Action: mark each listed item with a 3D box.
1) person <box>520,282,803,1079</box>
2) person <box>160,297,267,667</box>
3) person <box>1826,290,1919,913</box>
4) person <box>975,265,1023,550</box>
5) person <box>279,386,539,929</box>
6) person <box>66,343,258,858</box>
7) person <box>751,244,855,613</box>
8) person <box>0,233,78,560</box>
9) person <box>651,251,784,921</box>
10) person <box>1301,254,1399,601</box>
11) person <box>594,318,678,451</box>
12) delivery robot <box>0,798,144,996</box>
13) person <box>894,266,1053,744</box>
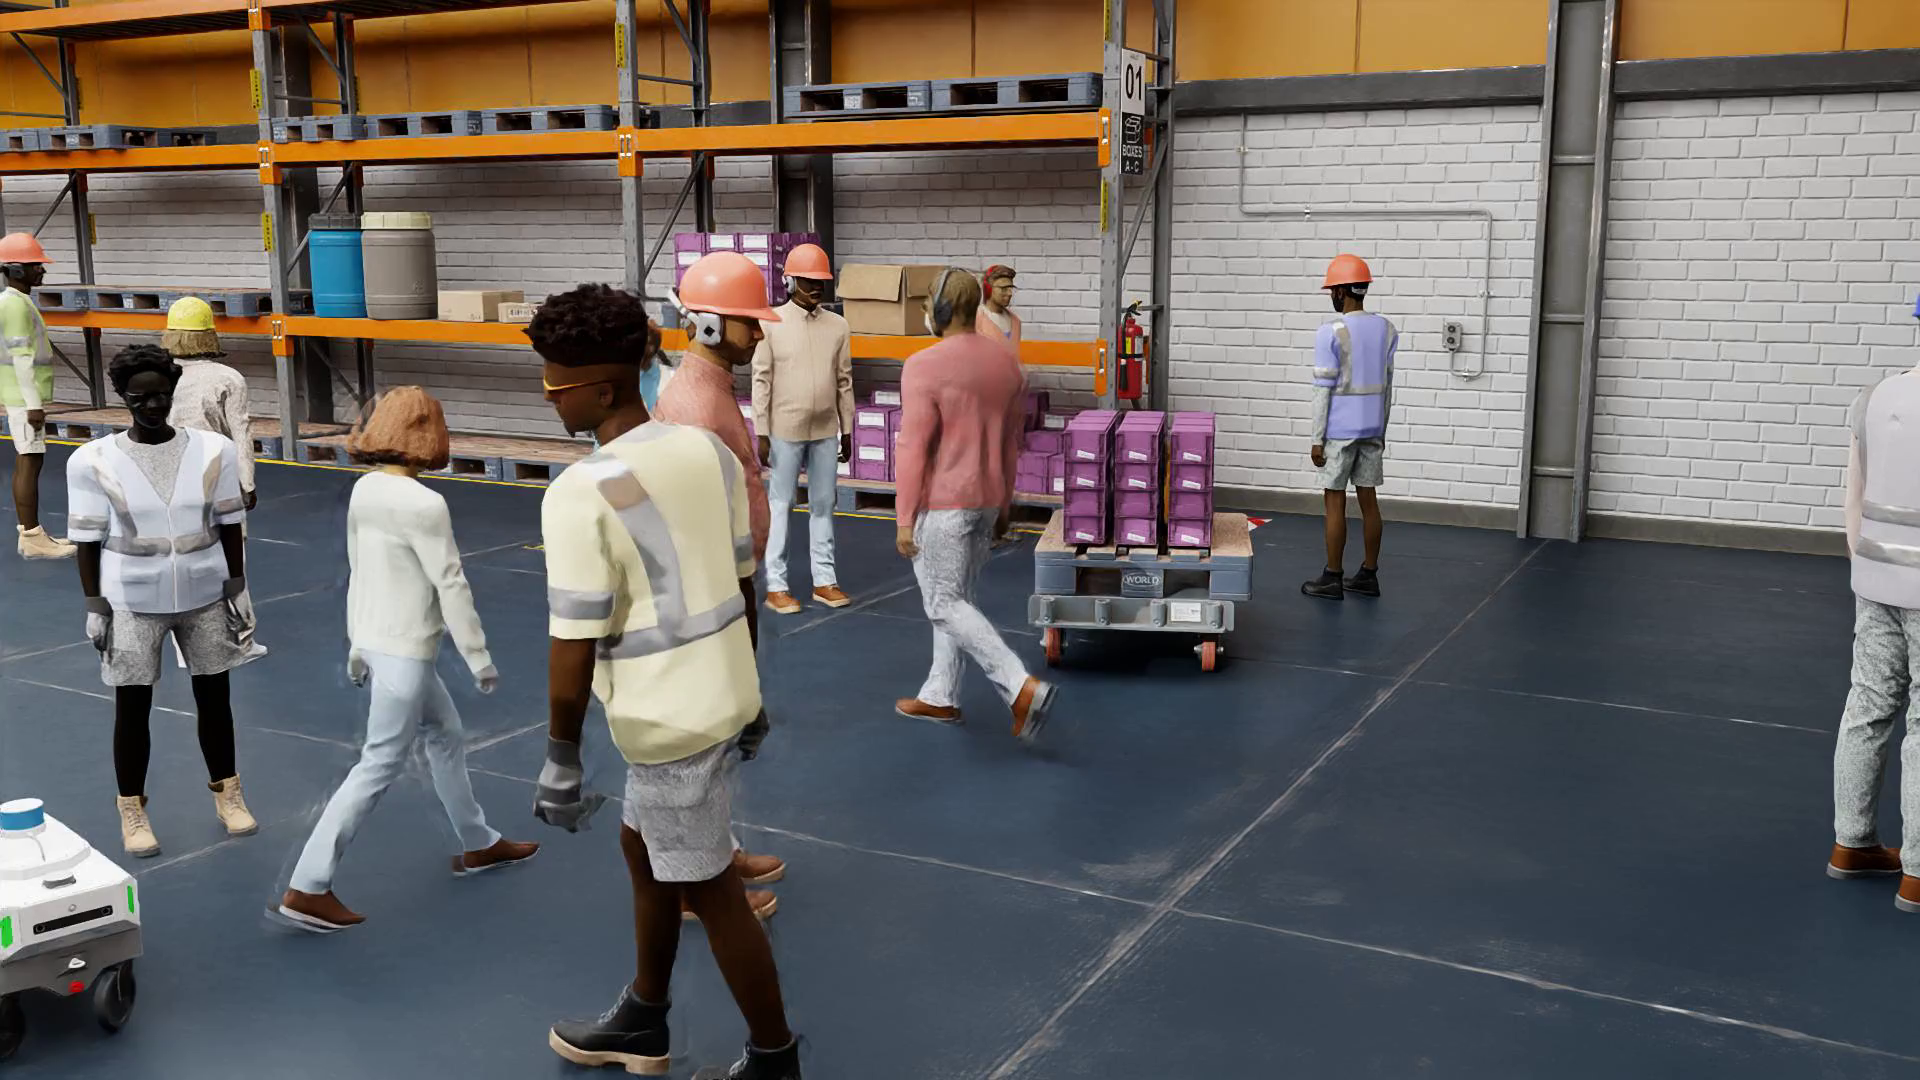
[{"bbox_3d":[-0.714,0.390,3.758,0.804,1.919,0.636,3,11,16],"label":"person"},{"bbox_3d":[-3.577,-0.268,7.855,0.493,1.743,0.296,-2,11,-10],"label":"person"},{"bbox_3d":[2.923,0.147,5.023,0.387,1.947,0.604,-2,11,-13],"label":"person"},{"bbox_3d":[0.195,-0.872,10.898,0.373,1.840,0.571,8,13,36],"label":"person"},{"bbox_3d":[-1.697,0.334,4.996,0.868,1.584,0.505,-9,14,-41],"label":"person"},{"bbox_3d":[-2.614,0.198,5.468,0.535,1.690,0.323,-8,13,-37],"label":"person"},{"bbox_3d":[-0.835,-0.598,9.014,0.616,1.988,0.399,-7,12,-33],"label":"person"},{"bbox_3d":[-5.858,-0.900,10.498,0.383,2.045,0.605,-6,12,-31],"label":"person"},{"bbox_3d":[-0.714,0.149,4.931,0.408,1.982,0.626,-1,10,-5],"label":"person"},{"bbox_3d":[2.160,-0.604,9.303,0.543,1.892,0.386,-5,12,-27],"label":"person"},{"bbox_3d":[-1.589,-0.310,8.406,0.527,1.627,0.313,-6,12,-29],"label":"person"},{"bbox_3d":[-2.429,0.921,4.345,0.477,0.478,0.707,-10,15,-44],"label":"delivery robot"},{"bbox_3d":[0.043,-0.126,6.636,0.845,1.915,0.638,9,14,40],"label":"person"}]
